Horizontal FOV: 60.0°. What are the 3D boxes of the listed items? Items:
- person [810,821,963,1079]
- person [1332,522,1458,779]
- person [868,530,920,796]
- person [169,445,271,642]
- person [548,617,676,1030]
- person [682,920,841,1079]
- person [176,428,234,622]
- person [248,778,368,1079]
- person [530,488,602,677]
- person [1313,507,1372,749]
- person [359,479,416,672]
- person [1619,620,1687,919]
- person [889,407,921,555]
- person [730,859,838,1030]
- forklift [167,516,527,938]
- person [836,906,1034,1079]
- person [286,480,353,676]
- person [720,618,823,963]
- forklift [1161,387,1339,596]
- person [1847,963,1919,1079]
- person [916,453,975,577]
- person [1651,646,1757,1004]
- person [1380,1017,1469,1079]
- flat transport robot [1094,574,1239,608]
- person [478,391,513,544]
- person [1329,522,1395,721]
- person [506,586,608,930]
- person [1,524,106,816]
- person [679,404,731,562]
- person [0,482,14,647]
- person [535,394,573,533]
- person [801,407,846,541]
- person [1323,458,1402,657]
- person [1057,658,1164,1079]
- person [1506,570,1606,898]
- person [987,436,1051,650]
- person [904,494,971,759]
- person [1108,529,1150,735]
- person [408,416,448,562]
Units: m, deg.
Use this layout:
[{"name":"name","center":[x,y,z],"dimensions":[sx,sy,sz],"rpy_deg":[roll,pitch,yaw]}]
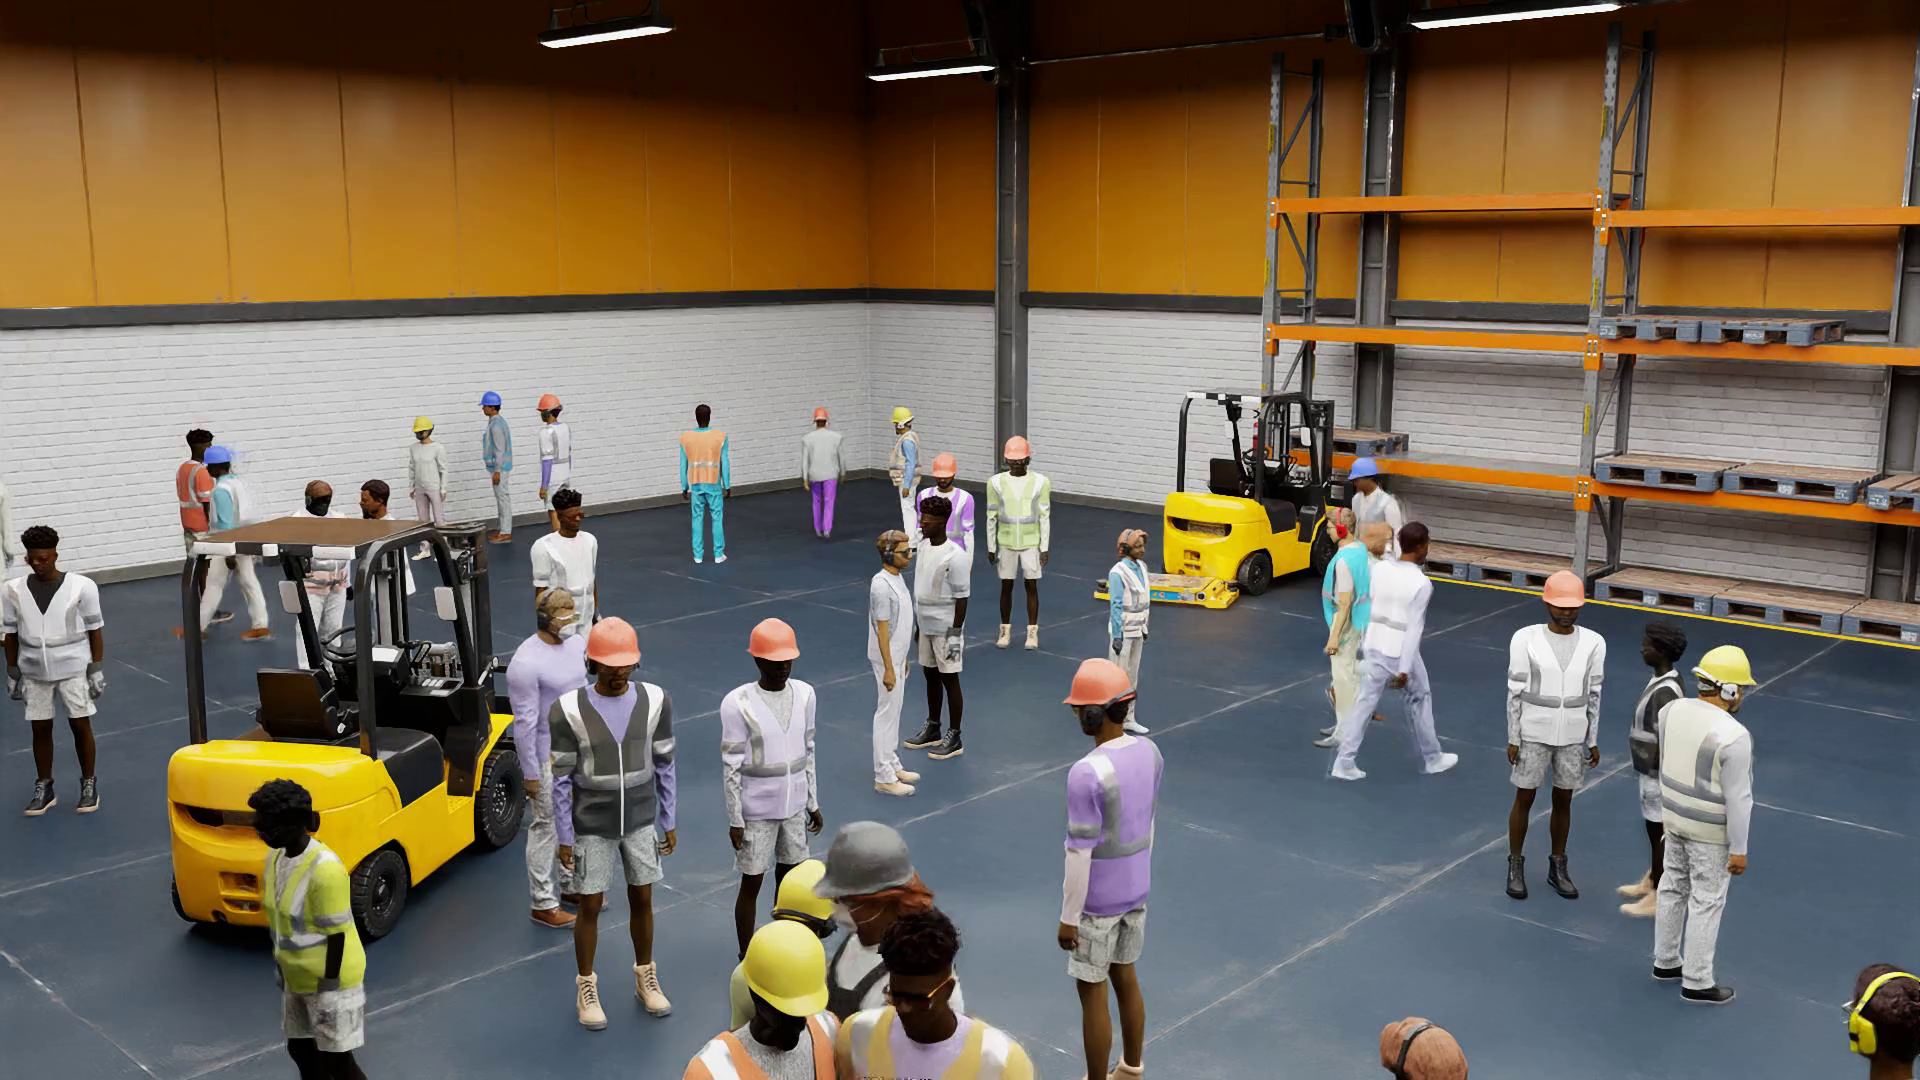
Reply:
[{"name":"person","center":[-0.267,1.845,5.240],"dimensions":[0.535,2.000,0.691],"rpy_deg":[-3,10,-17]},{"name":"person","center":[3.095,0.793,11.785],"dimensions":[1.029,1.865,0.597],"rpy_deg":[-6,11,-29]},{"name":"person","center":[-0.459,0.839,11.526],"dimensions":[0.345,1.846,0.508],"rpy_deg":[1,10,8]},{"name":"person","center":[-7.075,0.050,15.834],"dimensions":[0.941,1.903,0.654],"rpy_deg":[-1,10,-6]},{"name":"person","center":[-1.653,1.360,8.039],"dimensions":[0.604,2.034,0.417],"rpy_deg":[-5,11,-26]},{"name":"person","center":[-0.516,1.992,4.750],"dimensions":[0.381,1.918,0.584],"rpy_deg":[8,13,38]},{"name":"person","center":[-7.669,-0.152,16.823],"dimensions":[0.612,1.962,0.364],"rpy_deg":[9,13,42]},{"name":"person","center":[-2.608,1.764,6.727],"dimensions":[0.561,1.675,0.406],"rpy_deg":[9,13,42]},{"name":"person","center":[-2.967,0.578,12.663],"dimensions":[0.366,1.967,0.602],"rpy_deg":[7,12,35]},{"name":"person","center":[2.906,0.664,12.544],"dimensions":[0.389,1.837,0.563],"rpy_deg":[4,11,22]},{"name":"person","center":[-4.644,0.453,13.510],"dimensions":[0.396,1.919,0.590],"rpy_deg":[-7,12,-34]},{"name":"person","center":[3.943,1.287,9.399],"dimensions":[0.319,1.696,0.537],"rpy_deg":[4,11,23]},{"name":"person","center":[-0.677,-0.727,20.489],"dimensions":[0.403,1.825,0.600],"rpy_deg":[0,10,-2]},{"name":"person","center":[-0.500,1.926,5.563],"dimensions":[0.525,1.769,0.313],"rpy_deg":[2,10,9]},{"name":"forklift","center":[-3.583,0.976,9.748],"dimensions":[1.214,2.155,2.313],"rpy_deg":[2,10,11]},{"name":"person","center":[-0.077,1.975,4.760],"dimensions":[0.626,1.951,0.401],"rpy_deg":[5,11,25]},{"name":"person","center":[-5.384,0.404,14.032],"dimensions":[0.430,1.837,0.619],"rpy_deg":[6,12,31]},{"name":"person","center":[-0.931,1.341,8.402],"dimensions":[0.543,1.939,0.360],"rpy_deg":[-8,13,-38]},{"name":"forklift","center":[3.298,-0.608,18.767],"dimensions":[1.214,2.155,2.313],"rpy_deg":[9,13,42]},{"name":"person","center":[2.467,2.061,4.530],"dimensions":[0.511,1.862,0.325],"rpy_deg":[-2,10,-9]},{"name":"person","center":[-0.141,0.159,15.178],"dimensions":[0.549,1.926,0.388],"rpy_deg":[3,10,14]},{"name":"person","center":[3.722,1.419,8.312],"dimensions":[0.403,1.818,0.601],"rpy_deg":[-3,10,-14]},{"name":"person","center":[1.310,2.141,4.706],"dimensions":[0.314,1.636,0.515],"rpy_deg":[7,12,36]},{"name":"flat transport robot","center":[2.216,0.523,17.800],"dimensions":[1.431,0.197,0.652],"rpy_deg":[4,11,21]},{"name":"person","center":[-5.925,-0.929,21.293],"dimensions":[0.402,1.949,0.605],"rpy_deg":[-2,10,-14]},{"name":"person","center":[3.245,0.647,13.264],"dimensions":[0.398,1.618,0.508],"rpy_deg":[9,13,40]},{"name":"person","center":[-2.251,1.199,9.252],"dimensions":[0.367,1.929,0.637],"rpy_deg":[4,11,20]},{"name":"person","center":[-6.021,0.860,11.060],"dimensions":[0.613,1.962,0.367],"rpy_deg":[-2,10,-12]},{"name":"person","center":[-3.054,-0.669,19.934],"dimensions":[0.598,1.908,0.401],"rpy_deg":[0,10,1]},{"name":"person","center":[-9.249,0.089,15.621],"dimensions":[0.653,1.905,0.402],"rpy_deg":[-9,13,-41]},{"name":"person","center":[-4.854,-0.719,19.834],"dimensions":[0.390,2.041,0.614],"rpy_deg":[3,10,15]},{"name":"person","center":[-1.774,-0.854,21.534],"dimensions":[0.564,1.719,0.838],"rpy_deg":[0,10,1]},{"name":"person","center":[3.780,0.190,15.092],"dimensions":[1.024,1.881,0.644],"rpy_deg":[-3,10,-18]},{"name":"person","center":[0.618,1.511,7.195],"dimensions":[0.409,2.030,0.611],"rpy_deg":[8,13,37]},{"name":"person","center":[3.440,1.125,9.630],"dimensions":[0.543,1.939,0.371],"rpy_deg":[1,10,3]},{"name":"person","center":[0.545,0.032,15.603],"dimensions":[0.601,2.036,0.404],"rpy_deg":[1,10,6]},{"name":"person","center":[-0.164,0.634,12.346],"dimensions":[0.366,1.967,0.602],"rpy_deg":[-6,12,-32]},{"name":"person","center":[1.294,0.721,12.779],"dimensions":[0.310,1.638,0.522],"rpy_deg":[6,12,30]},{"name":"person","center":[-6.413,-0.612,20.016],"dimensions":[0.533,1.765,0.326],"rpy_deg":[4,11,20]}]
